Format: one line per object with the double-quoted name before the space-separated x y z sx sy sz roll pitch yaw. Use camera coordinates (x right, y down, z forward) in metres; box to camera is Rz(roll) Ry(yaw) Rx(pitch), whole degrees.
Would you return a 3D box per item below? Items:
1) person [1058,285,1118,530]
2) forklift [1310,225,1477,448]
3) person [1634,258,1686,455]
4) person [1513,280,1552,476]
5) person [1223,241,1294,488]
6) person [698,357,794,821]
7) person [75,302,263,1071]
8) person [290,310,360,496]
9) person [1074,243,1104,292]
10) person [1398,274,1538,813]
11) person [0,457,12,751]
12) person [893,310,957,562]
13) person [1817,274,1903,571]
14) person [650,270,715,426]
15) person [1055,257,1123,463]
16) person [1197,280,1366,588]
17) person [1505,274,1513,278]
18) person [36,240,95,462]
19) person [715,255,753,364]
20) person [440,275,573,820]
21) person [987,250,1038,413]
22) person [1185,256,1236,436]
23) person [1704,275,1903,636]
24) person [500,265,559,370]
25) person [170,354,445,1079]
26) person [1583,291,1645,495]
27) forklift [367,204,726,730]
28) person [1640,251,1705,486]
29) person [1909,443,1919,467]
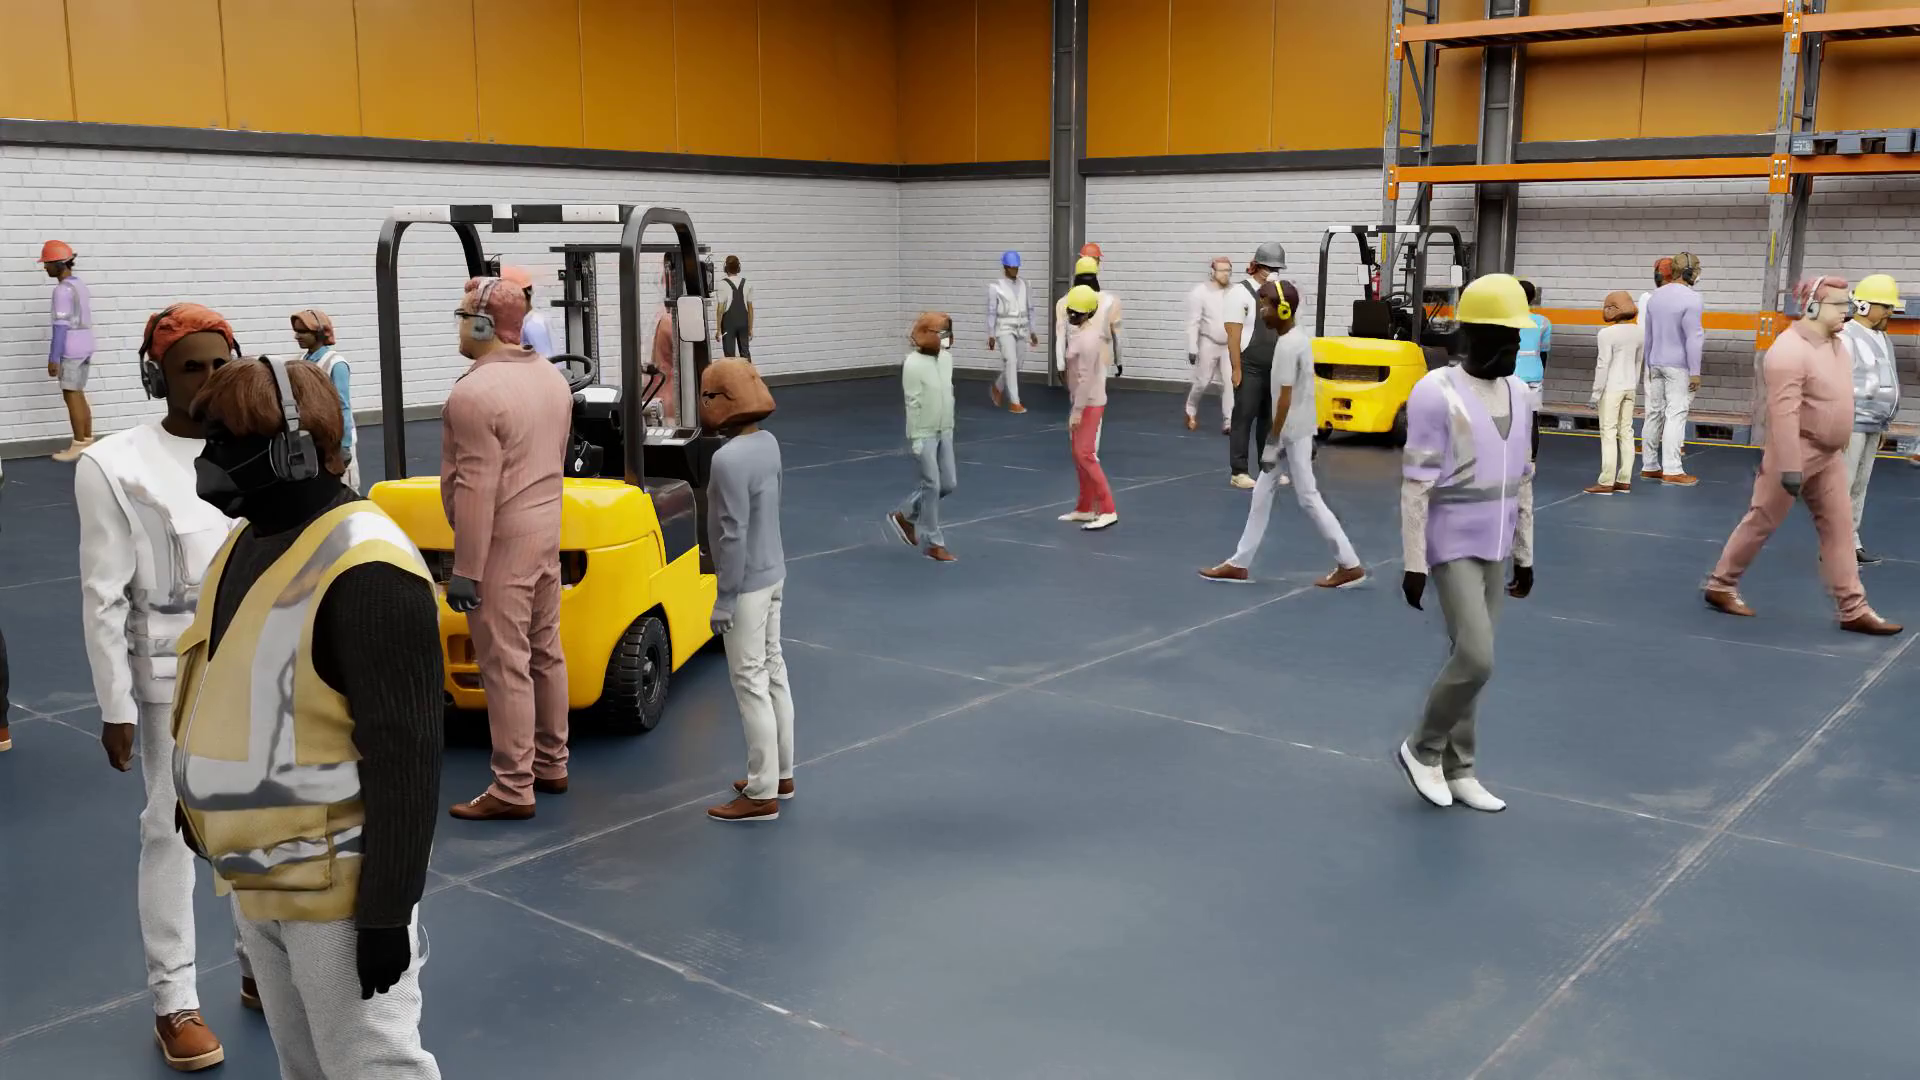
"person" 0.901 -0.940 11.798 0.379 1.731 0.593 0 10 0
"forklift" 4.449 -2.115 16.993 1.214 2.155 2.313 8 13 38
"person" 6.671 -1.731 15.786 0.591 1.872 0.371 -1 10 -8
"person" 4.810 -1.383 14.315 0.533 1.696 0.318 -2 10 -12
"person" 2.530 -1.452 13.742 0.677 2.000 0.536 -7 12 -33
"person" -0.760 0.174 5.866 0.278 1.631 0.505 2 10 11
"person" -1.873 0.355 4.167 0.338 1.882 0.583 7 13 35
"person" -3.805 -0.567 9.998 0.529 1.626 0.321 8 13 36
"person" 1.642 -2.789 21.277 0.386 1.996 0.610 -2 11 -14
"person" 1.823 0.028 5.875 0.609 1.915 0.416 -7 13 -36
"person" -4.021 -0.105 6.430 0.392 1.986 0.611 6 12 31
"person" -0.245 -0.657 10.547 0.476 1.608 0.513 8 13 36
"person" 5.575 -0.724 10.302 0.587 1.828 0.404 -8 13 -39
"person" -1.651 -0.810 10.498 0.948 1.927 0.641 -2 10 -9
"person" 1.191 -1.661 15.376 0.610 1.873 0.999 1 10 7
"person" 1.936 -0.606 9.713 0.979 1.819 0.555 2 10 11
"person" 5.082 -1.629 15.591 0.501 1.710 0.509 -1 10 -7
"person" -8.209 -1.730 15.312 0.416 2.035 0.637 -2 10 -11
"person" -2.860 -2.677 21.078 0.505 1.845 0.345 -6 12 -30
"person" -1.619 0.031 5.887 0.407 1.913 0.641 2 11 13
"person" 0.570 -2.493 19.851 0.599 1.925 0.866 -7 12 -33
"person" 2.673 -2.042 17.486 0.653 1.878 0.887 -3 11 -16
"person" 4.440 -0.455 8.751 0.664 1.858 1.013 -7 12 -34
"person" -2.793 -0.920 11.279 1.007 1.881 0.583 -3 11 -16
"person" -1.161 0.590 2.983 0.429 1.841 0.633 -10 14 -43
"person" 5.260 -1.176 13.346 0.499 1.633 0.289 -6 12 -30
"forklift" -1.766 -0.406 7.525 1.214 2.155 2.313 1 10 7
"person" 5.949 -1.423 13.865 0.354 1.937 0.635 -2 11 -14
"person" 8.760 -1.482 14.349 0.633 1.893 1.008 -9 13 -40
